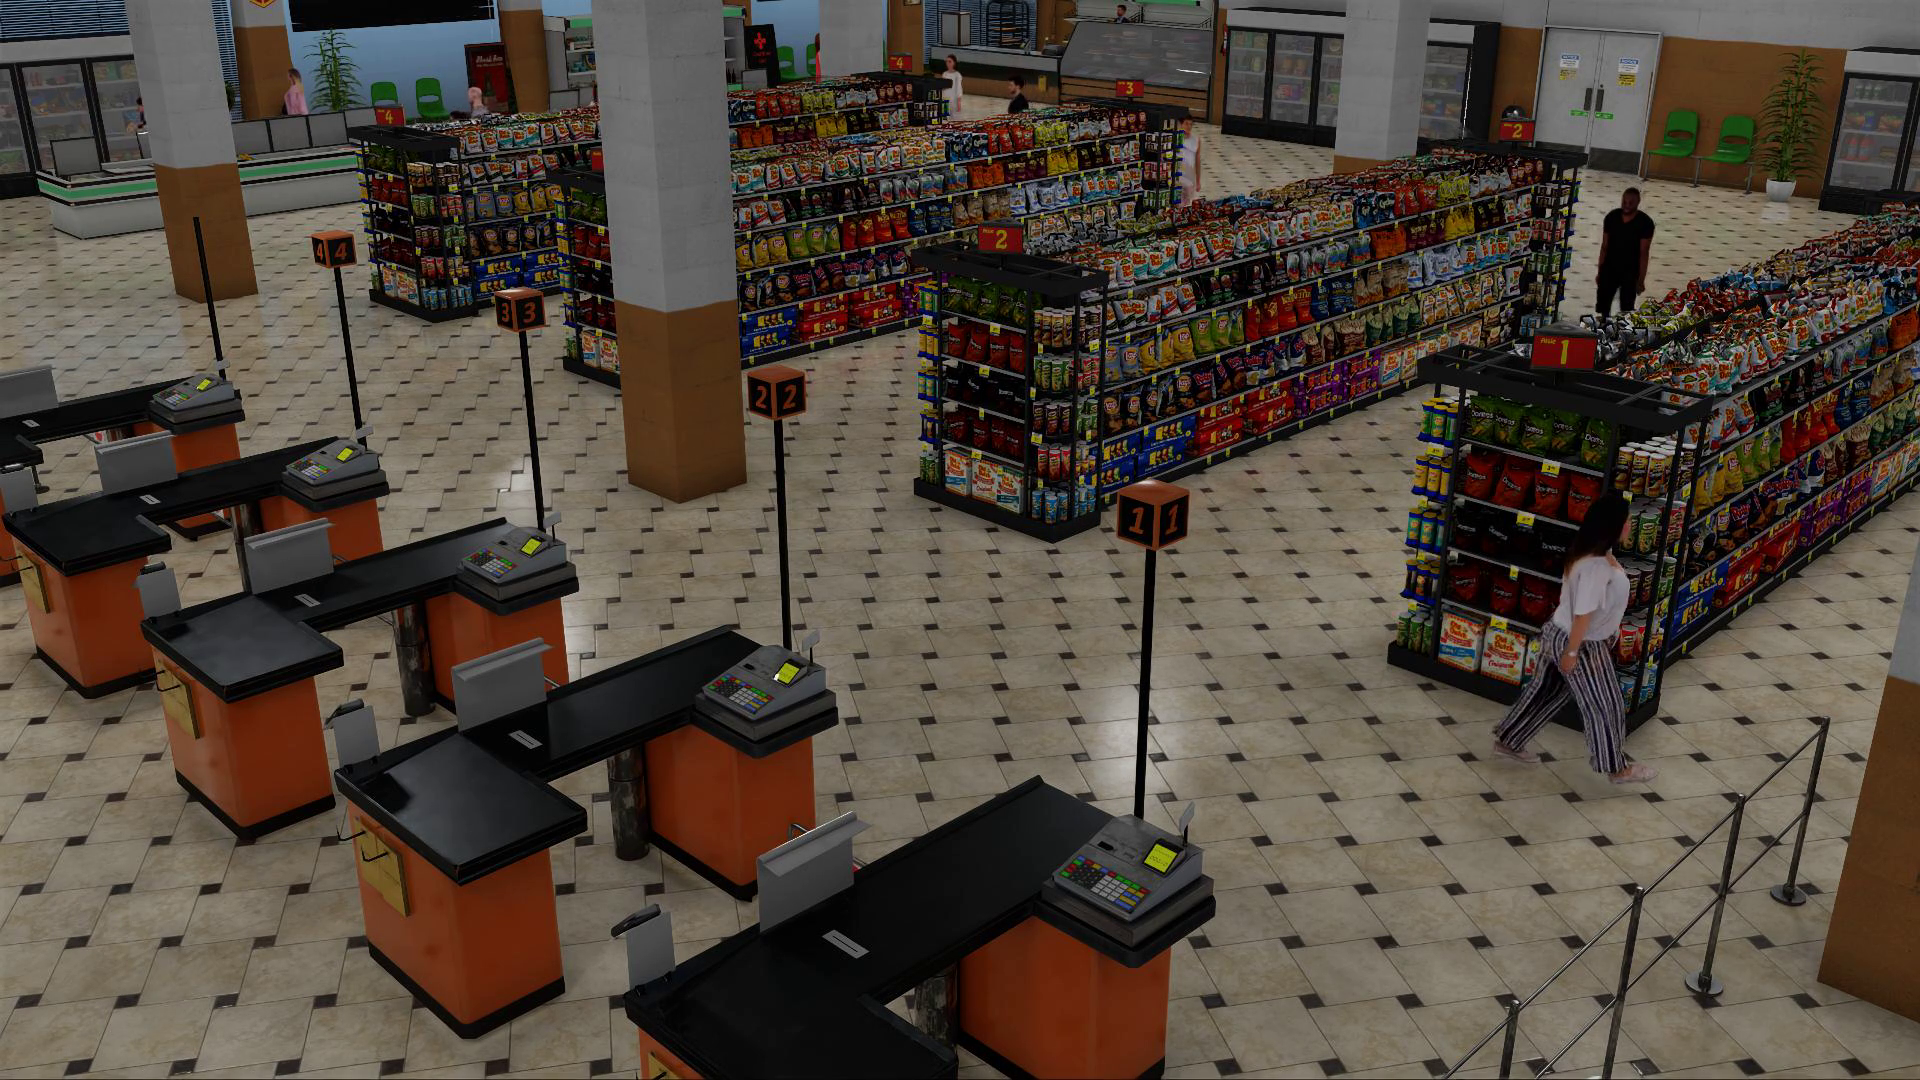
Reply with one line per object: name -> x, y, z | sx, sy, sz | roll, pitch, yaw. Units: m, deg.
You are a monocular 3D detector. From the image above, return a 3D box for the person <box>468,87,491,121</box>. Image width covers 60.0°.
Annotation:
person -> -6.944, -5.669, 24.229 | 0.774, 1.838, 0.760 | -5, 22, -12

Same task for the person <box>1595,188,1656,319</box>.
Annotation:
person -> 6.750, -2.684, 16.893 | 0.737, 1.770, 1.027 | 18, 28, 37

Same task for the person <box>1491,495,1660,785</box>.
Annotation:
person -> 3.283, 0.545, 9.038 | 1.106, 1.635, 1.166 | 6, 23, 14

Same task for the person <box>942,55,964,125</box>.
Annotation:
person -> -0.104, -7.836, 29.853 | 0.730, 1.667, 1.045 | 14, 26, 32

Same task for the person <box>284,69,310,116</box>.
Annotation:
person -> -11.007, -7.009, 27.766 | 0.742, 1.688, 0.678 | 1, 22, 2

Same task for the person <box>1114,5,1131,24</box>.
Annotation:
person -> 3.725, -11.420, 38.503 | 0.587, 1.867, 0.634 | -19, 29, -39

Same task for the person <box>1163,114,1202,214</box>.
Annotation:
person -> 2.924, -4.773, 22.127 | 1.185, 1.743, 1.131 | -4, 22, -10

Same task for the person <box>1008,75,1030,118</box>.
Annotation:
person -> 0.957, -6.034, 25.102 | 1.293, 1.865, 1.074 | -6, 23, -14
